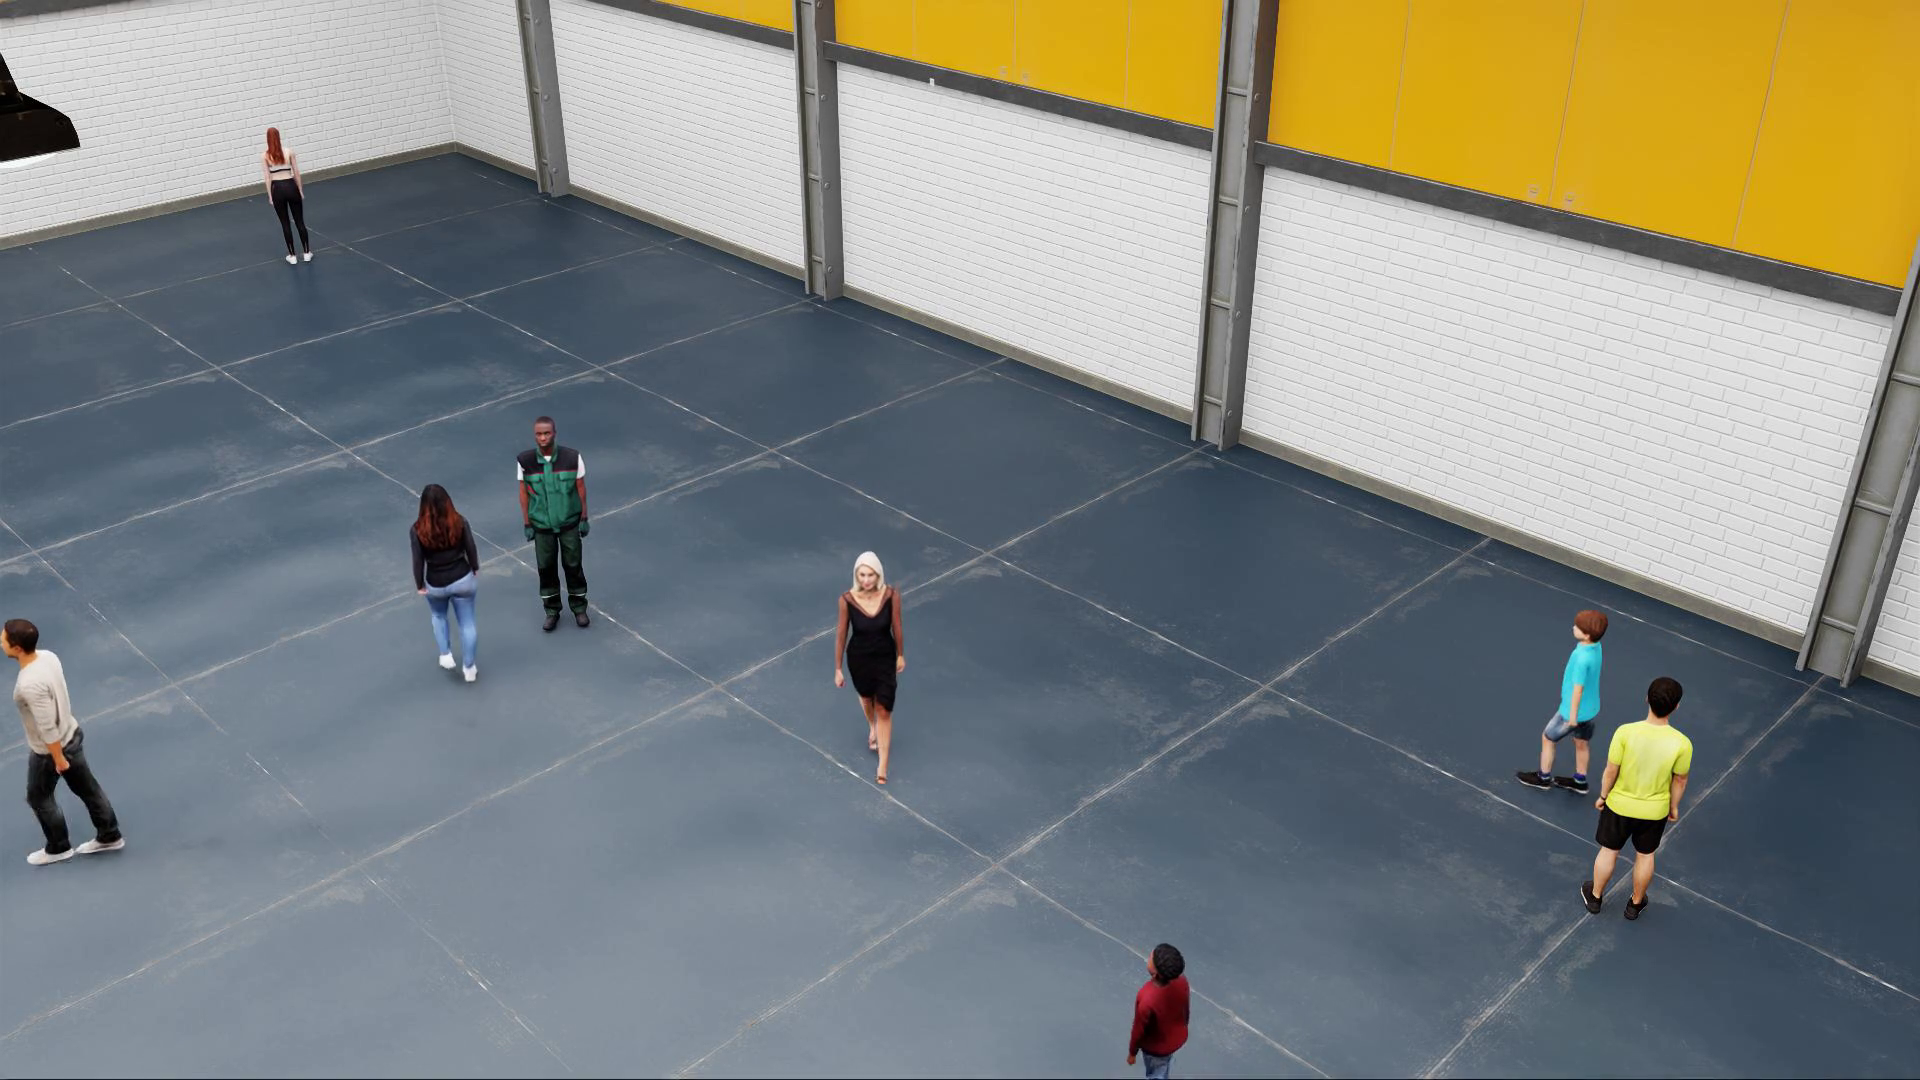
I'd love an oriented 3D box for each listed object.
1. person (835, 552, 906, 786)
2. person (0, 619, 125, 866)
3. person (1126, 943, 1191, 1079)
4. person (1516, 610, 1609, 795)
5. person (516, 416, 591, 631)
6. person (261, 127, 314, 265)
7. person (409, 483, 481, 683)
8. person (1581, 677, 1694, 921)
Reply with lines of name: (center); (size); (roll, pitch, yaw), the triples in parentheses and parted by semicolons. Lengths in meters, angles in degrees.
person: (-0.617, 0.813, 11.673); (1.055, 1.700, 1.120); (0, 29, -1)
person: (-5.731, 1.286, 10.708); (0.950, 1.794, 0.906); (-5, 29, -9)
person: (1.108, 2.656, 8.767); (0.517, 1.248, 0.489); (-23, 36, -36)
person: (4.298, 1.136, 11.359); (0.685, 1.435, 0.551); (23, 36, 35)
person: (-3.232, -0.148, 13.290); (0.785, 1.840, 0.799); (-6, 29, -11)
person: (-8.578, -4.390, 21.170); (0.645, 1.740, 0.617); (-14, 32, -24)
person: (-3.853, 0.352, 12.600); (0.753, 1.622, 0.790); (-9, 30, -16)
person: (4.178, 1.594, 10.233); (0.620, 1.708, 0.761); (9, 30, 17)
